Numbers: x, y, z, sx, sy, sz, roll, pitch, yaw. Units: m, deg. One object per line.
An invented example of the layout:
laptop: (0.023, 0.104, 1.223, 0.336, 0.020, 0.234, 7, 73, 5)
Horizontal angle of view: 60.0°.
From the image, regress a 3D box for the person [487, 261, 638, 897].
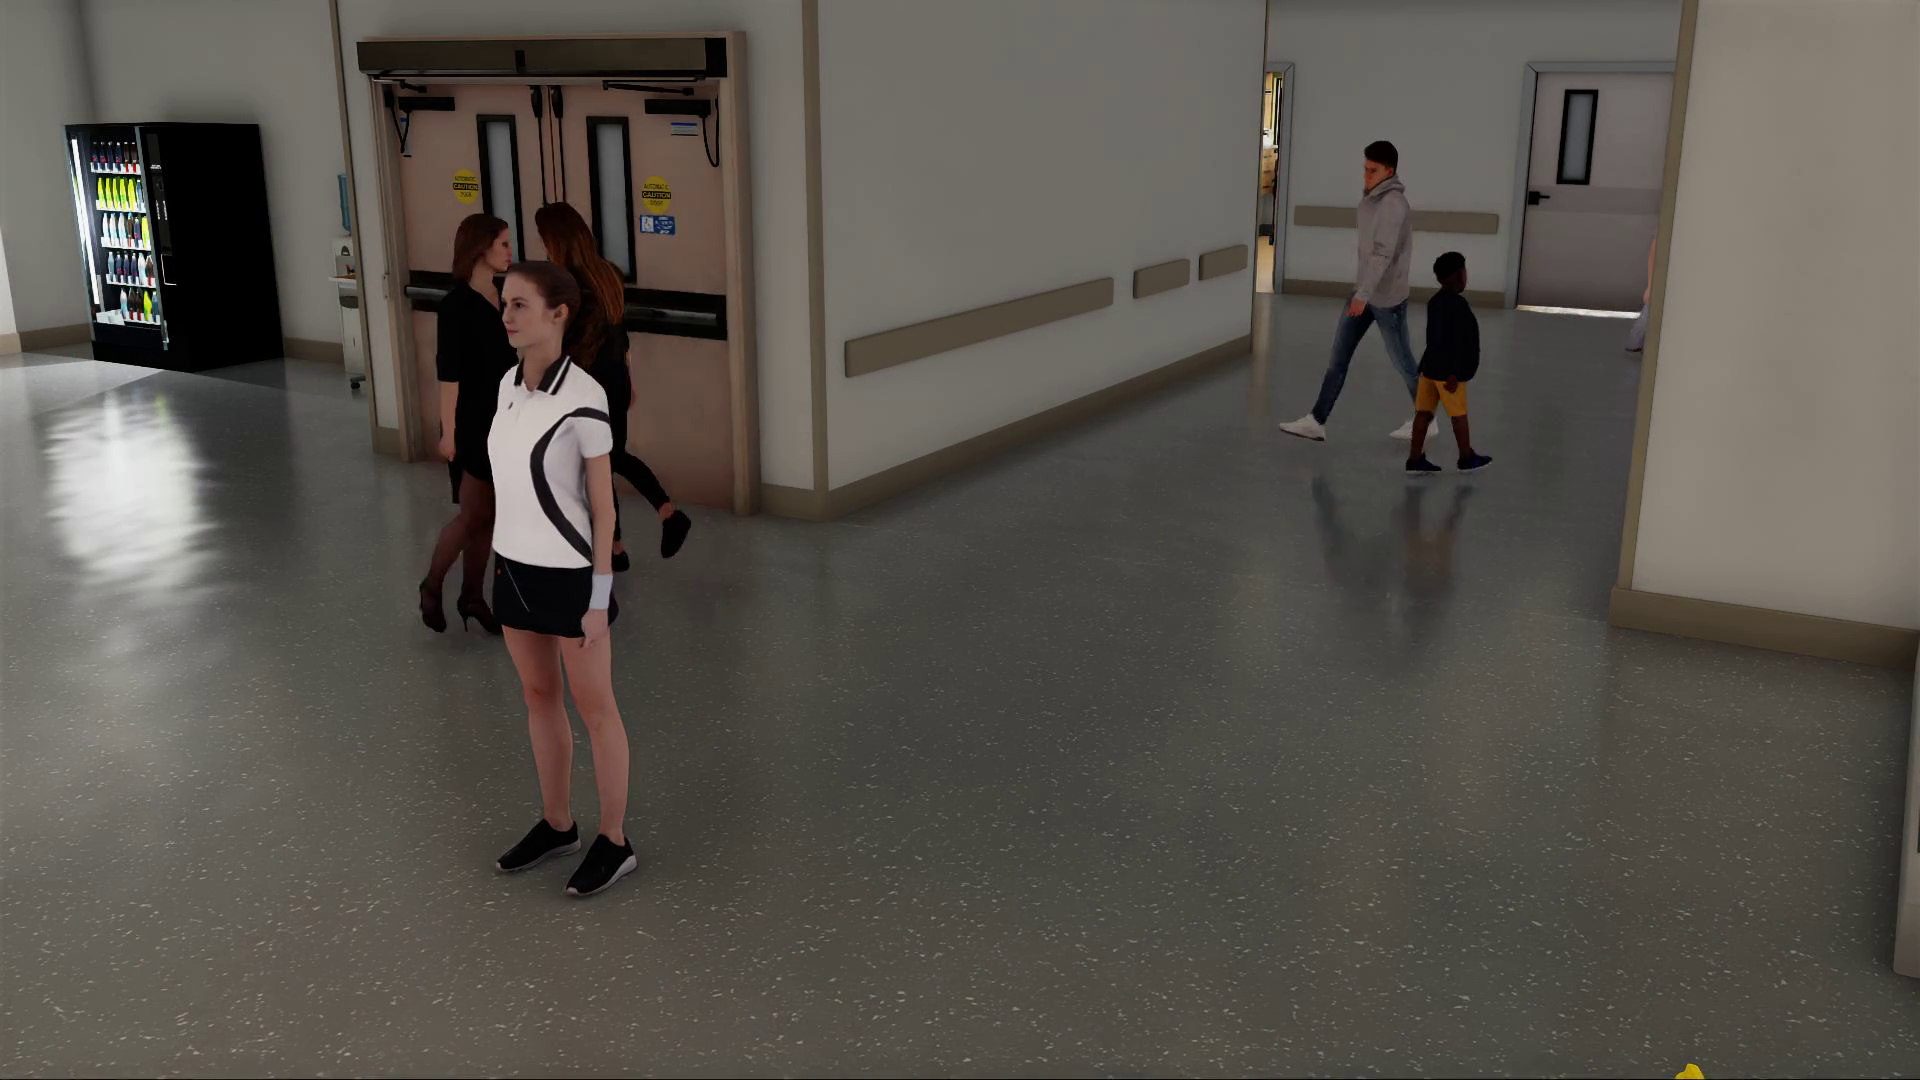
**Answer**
person: (-1.107, 0.109, 4.582, 0.501, 1.752, 0.628, 10, 19, 32)

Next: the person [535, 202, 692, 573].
person: (-1.522, -0.634, 7.356, 0.864, 1.677, 0.740, 8, 18, 27)

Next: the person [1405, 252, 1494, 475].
person: (2.654, -0.972, 9.345, 0.839, 1.249, 0.793, -5, 16, -17)

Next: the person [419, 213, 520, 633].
person: (-1.953, -0.433, 6.627, 0.725, 1.685, 0.727, 7, 17, 23)

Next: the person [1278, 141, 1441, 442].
person: (2.603, -1.420, 9.925, 1.240, 1.796, 1.228, -5, 16, -16)
